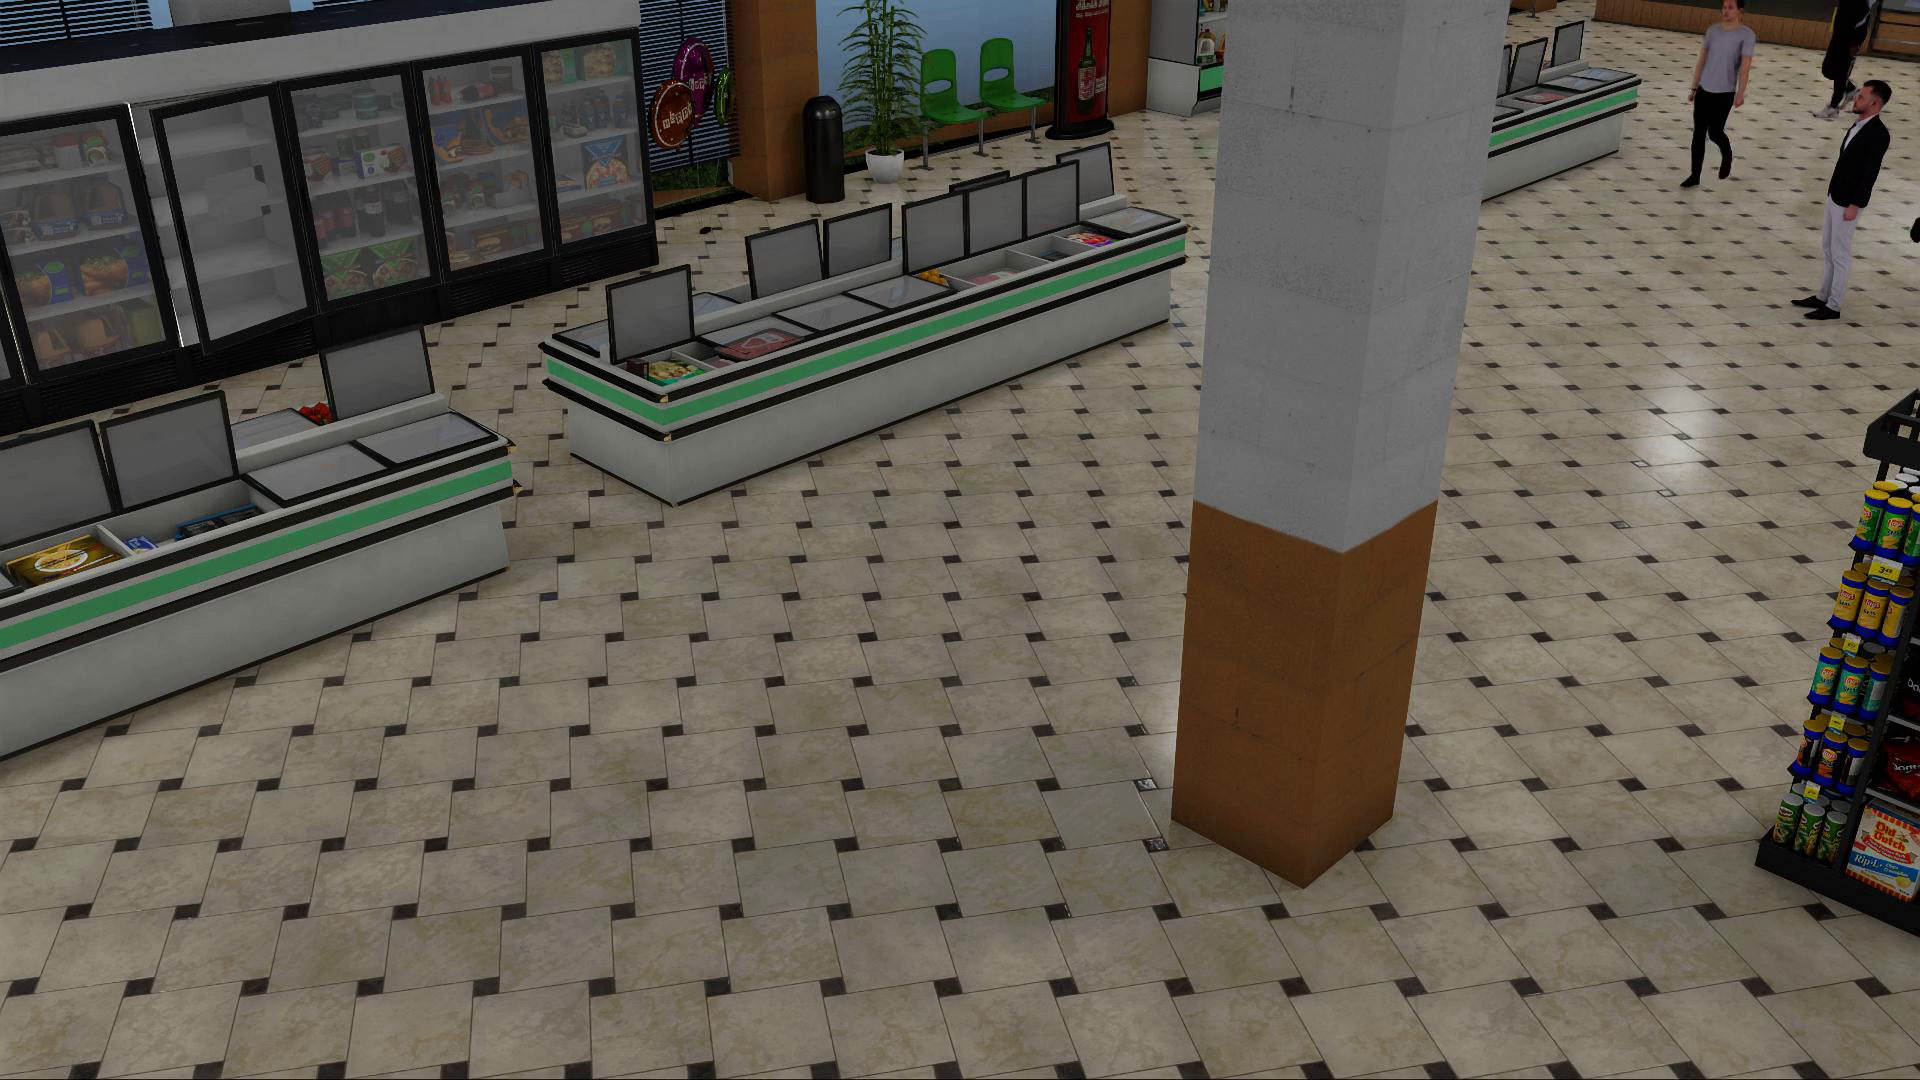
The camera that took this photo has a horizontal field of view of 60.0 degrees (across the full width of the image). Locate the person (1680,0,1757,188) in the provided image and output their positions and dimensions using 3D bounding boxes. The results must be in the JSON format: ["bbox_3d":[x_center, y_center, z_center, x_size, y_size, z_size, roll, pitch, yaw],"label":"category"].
[{"bbox_3d":[7.504,-4.415,16.392,0.897,1.847,0.724,-20,33,-33],"label":"person"}]

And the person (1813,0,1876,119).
[{"bbox_3d":[10.319,-5.798,19.155,0.993,1.815,0.916,-3,27,-6],"label":"person"}]

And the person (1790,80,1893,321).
[{"bbox_3d":[6.888,-2.630,12.876,0.802,1.844,0.703,4,27,9],"label":"person"}]
